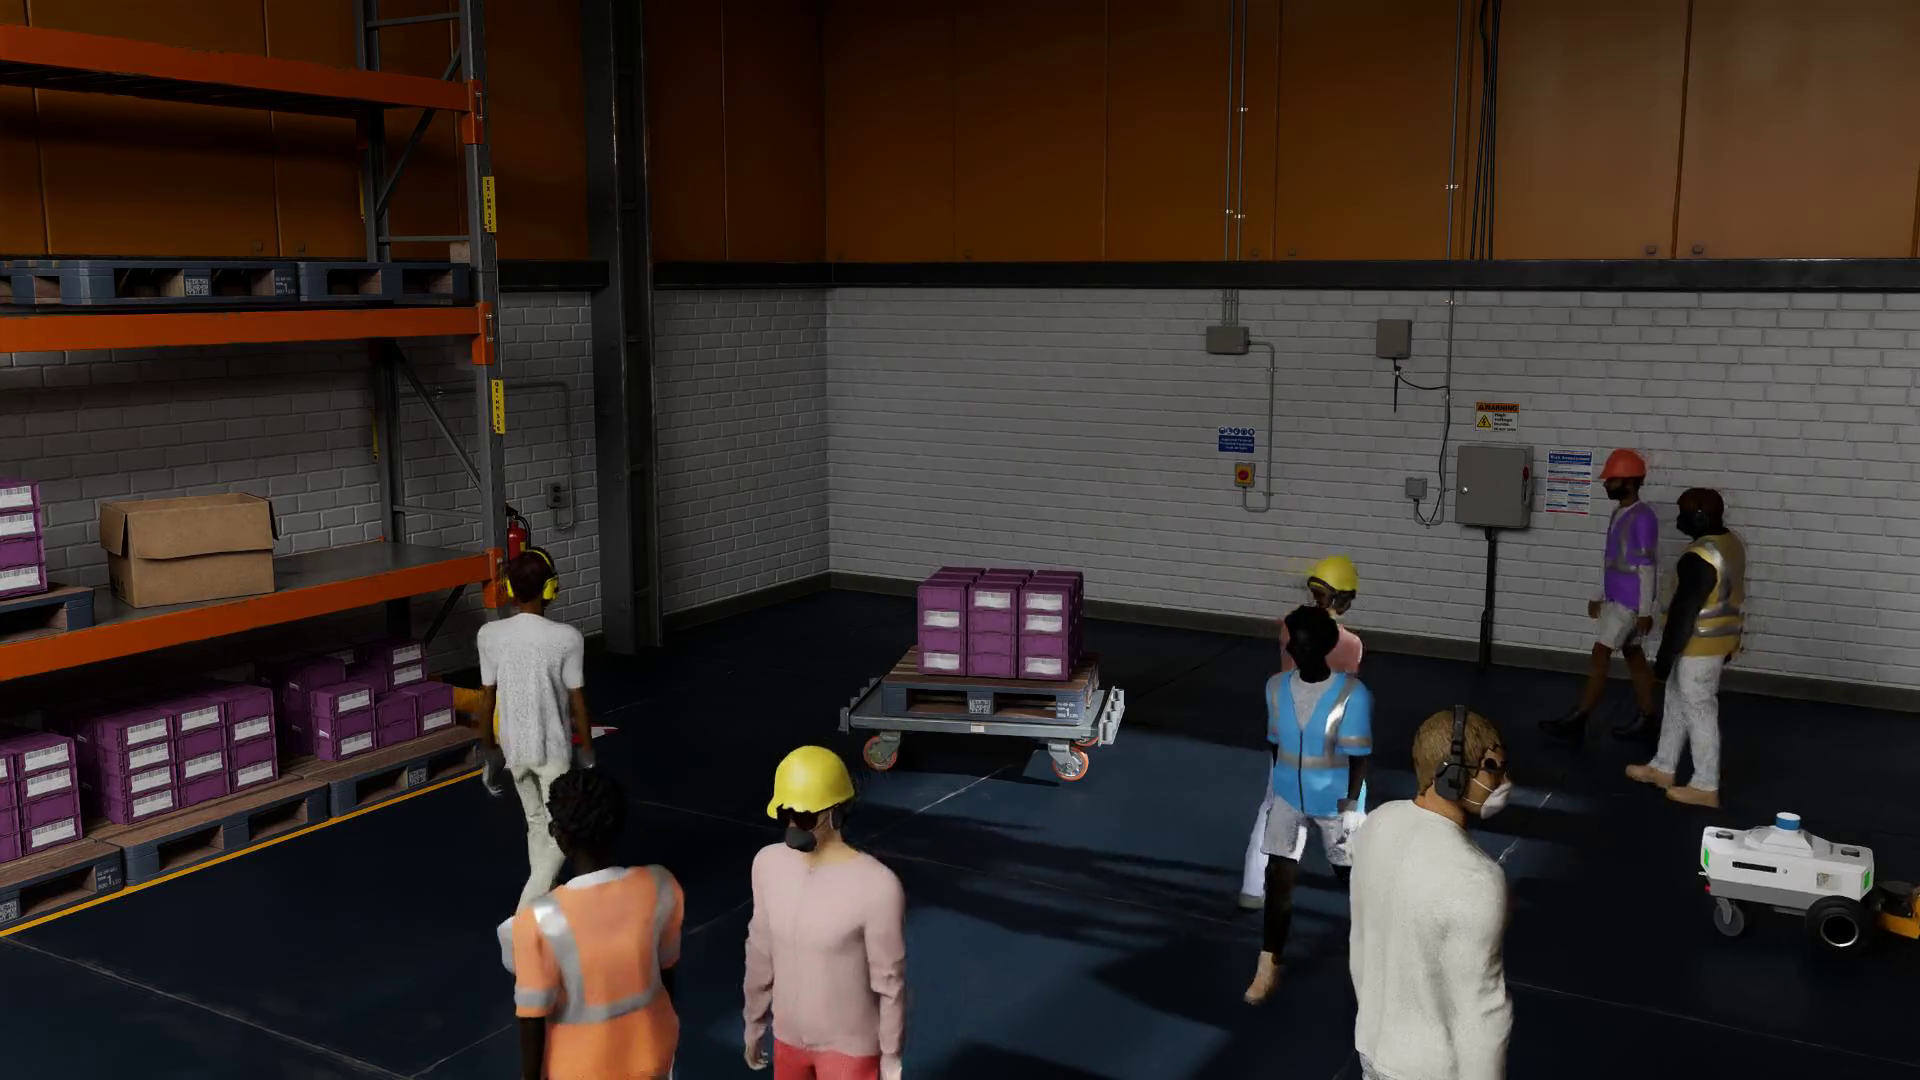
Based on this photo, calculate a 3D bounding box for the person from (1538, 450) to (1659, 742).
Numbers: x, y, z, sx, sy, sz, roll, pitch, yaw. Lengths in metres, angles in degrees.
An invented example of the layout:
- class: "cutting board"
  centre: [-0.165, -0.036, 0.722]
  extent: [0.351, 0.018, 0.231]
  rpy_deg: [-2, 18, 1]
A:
- class: "person"
  centre: [4.159, 0.371, 10.734]
  extent: [0.906, 1.898, 0.562]
  rpy_deg: [1, 9, 8]

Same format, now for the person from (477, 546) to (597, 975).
- class: "person"
  centre: [-1.864, 0.952, 7.292]
  extent: [0.526, 1.847, 0.785]
  rpy_deg: [2, 9, 11]

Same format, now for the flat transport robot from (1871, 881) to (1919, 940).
- class: "flat transport robot"
  centre: [4.876, 1.739, 7.272]
  extent: [0.652, 0.197, 1.431]
  rpy_deg: [-7, 11, -36]

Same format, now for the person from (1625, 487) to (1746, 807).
- class: "person"
  centre: [4.100, 0.599, 9.537]
  extent: [0.684, 1.824, 0.660]
  rpy_deg: [7, 12, 38]

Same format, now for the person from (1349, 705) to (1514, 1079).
- class: "person"
  centre: [1.226, 1.379, 4.345]
  extent: [0.379, 1.937, 0.629]
  rpy_deg: [-2, 9, -13]

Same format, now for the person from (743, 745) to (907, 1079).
- class: "person"
  centre: [-0.350, 1.406, 4.809]
  extent: [0.528, 1.741, 0.741]
  rpy_deg: [6, 11, 32]

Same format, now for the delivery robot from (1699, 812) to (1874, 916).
- class: "delivery robot"
  centre: [3.779, 1.495, 7.624]
  extent: [0.707, 0.478, 0.477]
  rpy_deg: [5, 10, 26]

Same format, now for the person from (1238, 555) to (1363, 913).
- class: "person"
  centre: [1.695, 0.917, 7.934]
  extent: [0.967, 1.704, 0.522]
  rpy_deg: [-7, 12, -38]

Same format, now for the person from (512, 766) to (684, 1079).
- class: "person"
  centre: [-1.001, 1.455, 4.633]
  extent: [0.541, 1.685, 0.354]
  rpy_deg: [-7, 12, -38]

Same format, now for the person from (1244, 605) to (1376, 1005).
- class: "person"
  centre: [1.542, 1.079, 7.074]
  extent: [0.528, 1.658, 0.849]
  rpy_deg: [7, 12, 38]
